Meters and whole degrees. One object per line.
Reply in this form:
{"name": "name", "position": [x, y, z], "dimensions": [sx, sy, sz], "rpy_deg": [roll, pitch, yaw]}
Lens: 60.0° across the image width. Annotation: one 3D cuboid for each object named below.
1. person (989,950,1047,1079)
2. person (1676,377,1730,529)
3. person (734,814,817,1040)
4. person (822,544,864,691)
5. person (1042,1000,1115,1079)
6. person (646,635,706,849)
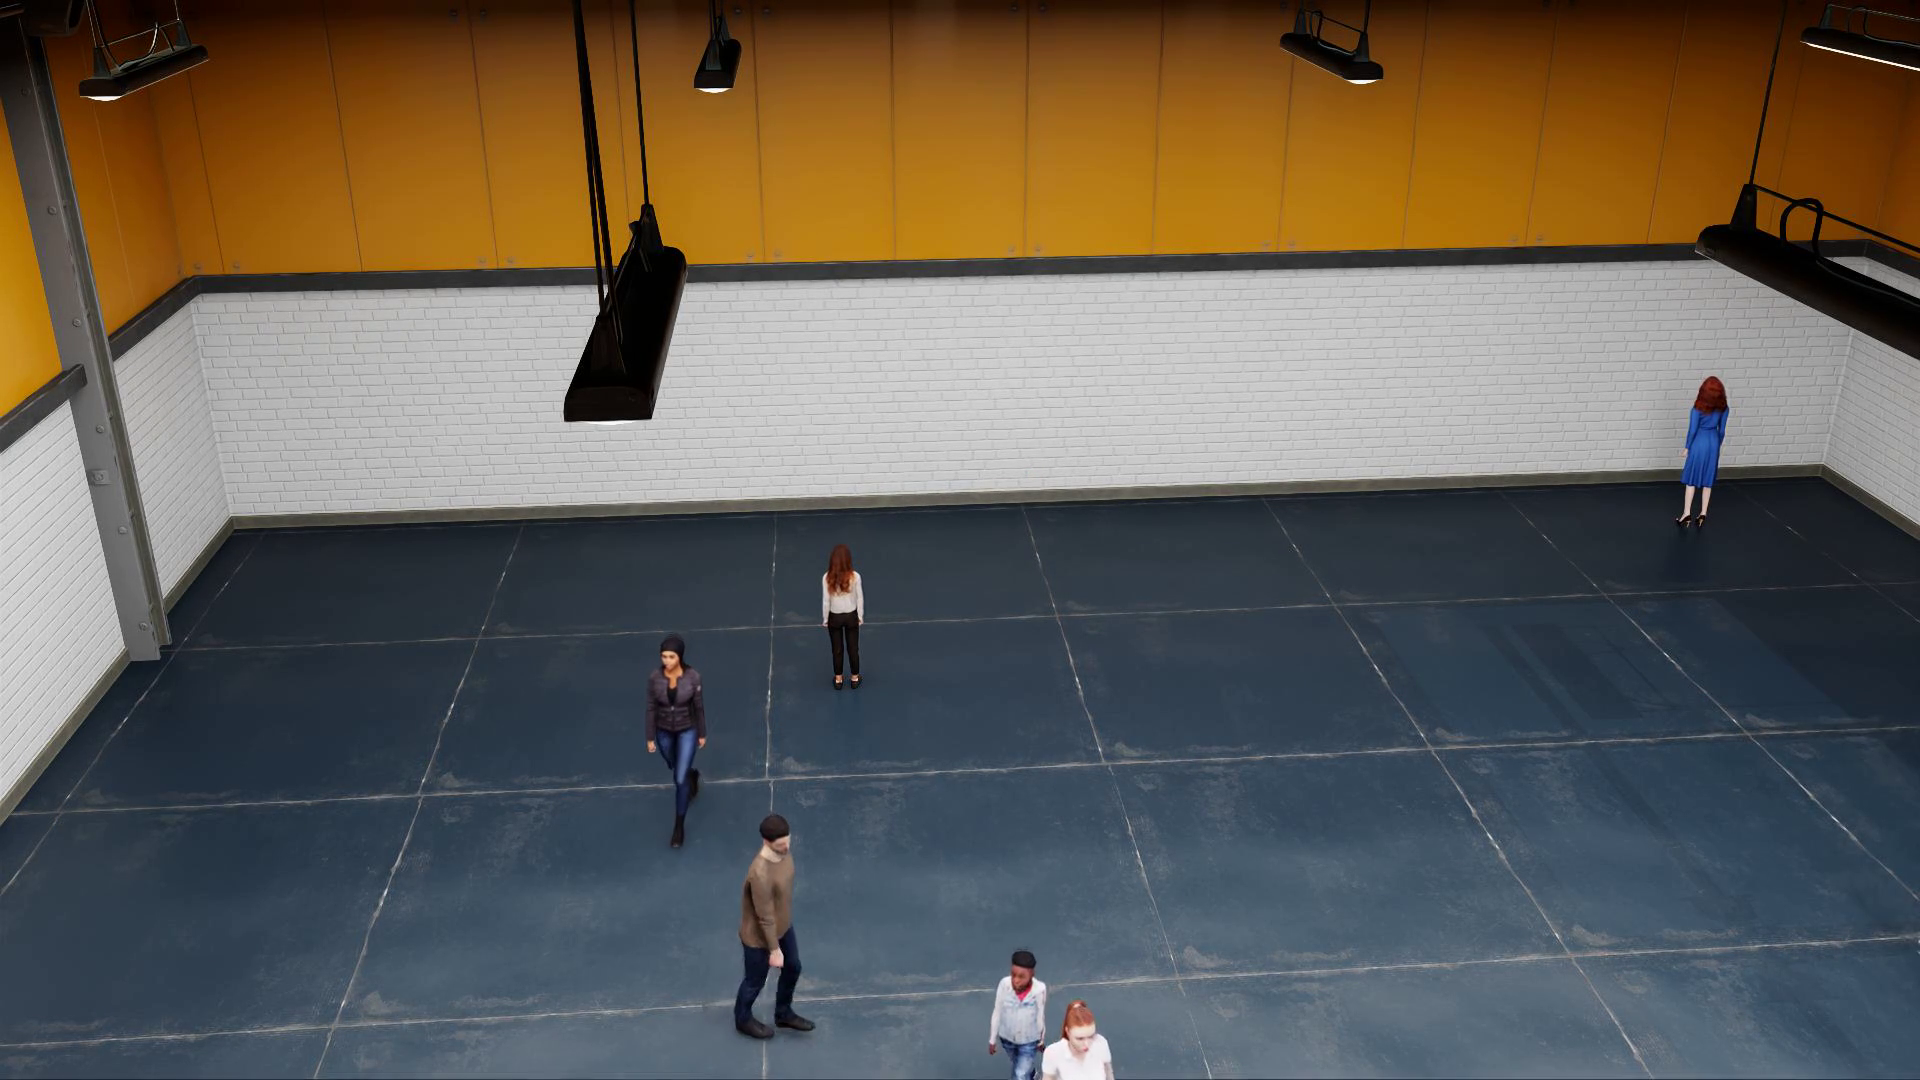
{"name": "person", "position": [0.405, 3.138, 10.695], "dimensions": [0.746, 1.232, 0.945], "rpy_deg": [9, 25, 20]}
{"name": "person", "position": [8.696, -1.024, 19.473], "dimensions": [0.599, 1.827, 0.564], "rpy_deg": [-1, 24, -3]}
{"name": "person", "position": [-1.359, 2.593, 11.185], "dimensions": [0.875, 1.839, 0.846], "rpy_deg": [4, 24, 9]}
{"name": "person", "position": [-1.115, 0.736, 15.875], "dimensions": [0.535, 1.484, 0.477], "rpy_deg": [-1, 24, -3]}
{"name": "person", "position": [0.656, 3.351, 9.638], "dimensions": [0.825, 1.689, 1.192], "rpy_deg": [-9, 25, -20]}
{"name": "person", "position": [-2.307, 1.571, 13.680], "dimensions": [0.760, 1.712, 1.199], "rpy_deg": [2, 24, 4]}
